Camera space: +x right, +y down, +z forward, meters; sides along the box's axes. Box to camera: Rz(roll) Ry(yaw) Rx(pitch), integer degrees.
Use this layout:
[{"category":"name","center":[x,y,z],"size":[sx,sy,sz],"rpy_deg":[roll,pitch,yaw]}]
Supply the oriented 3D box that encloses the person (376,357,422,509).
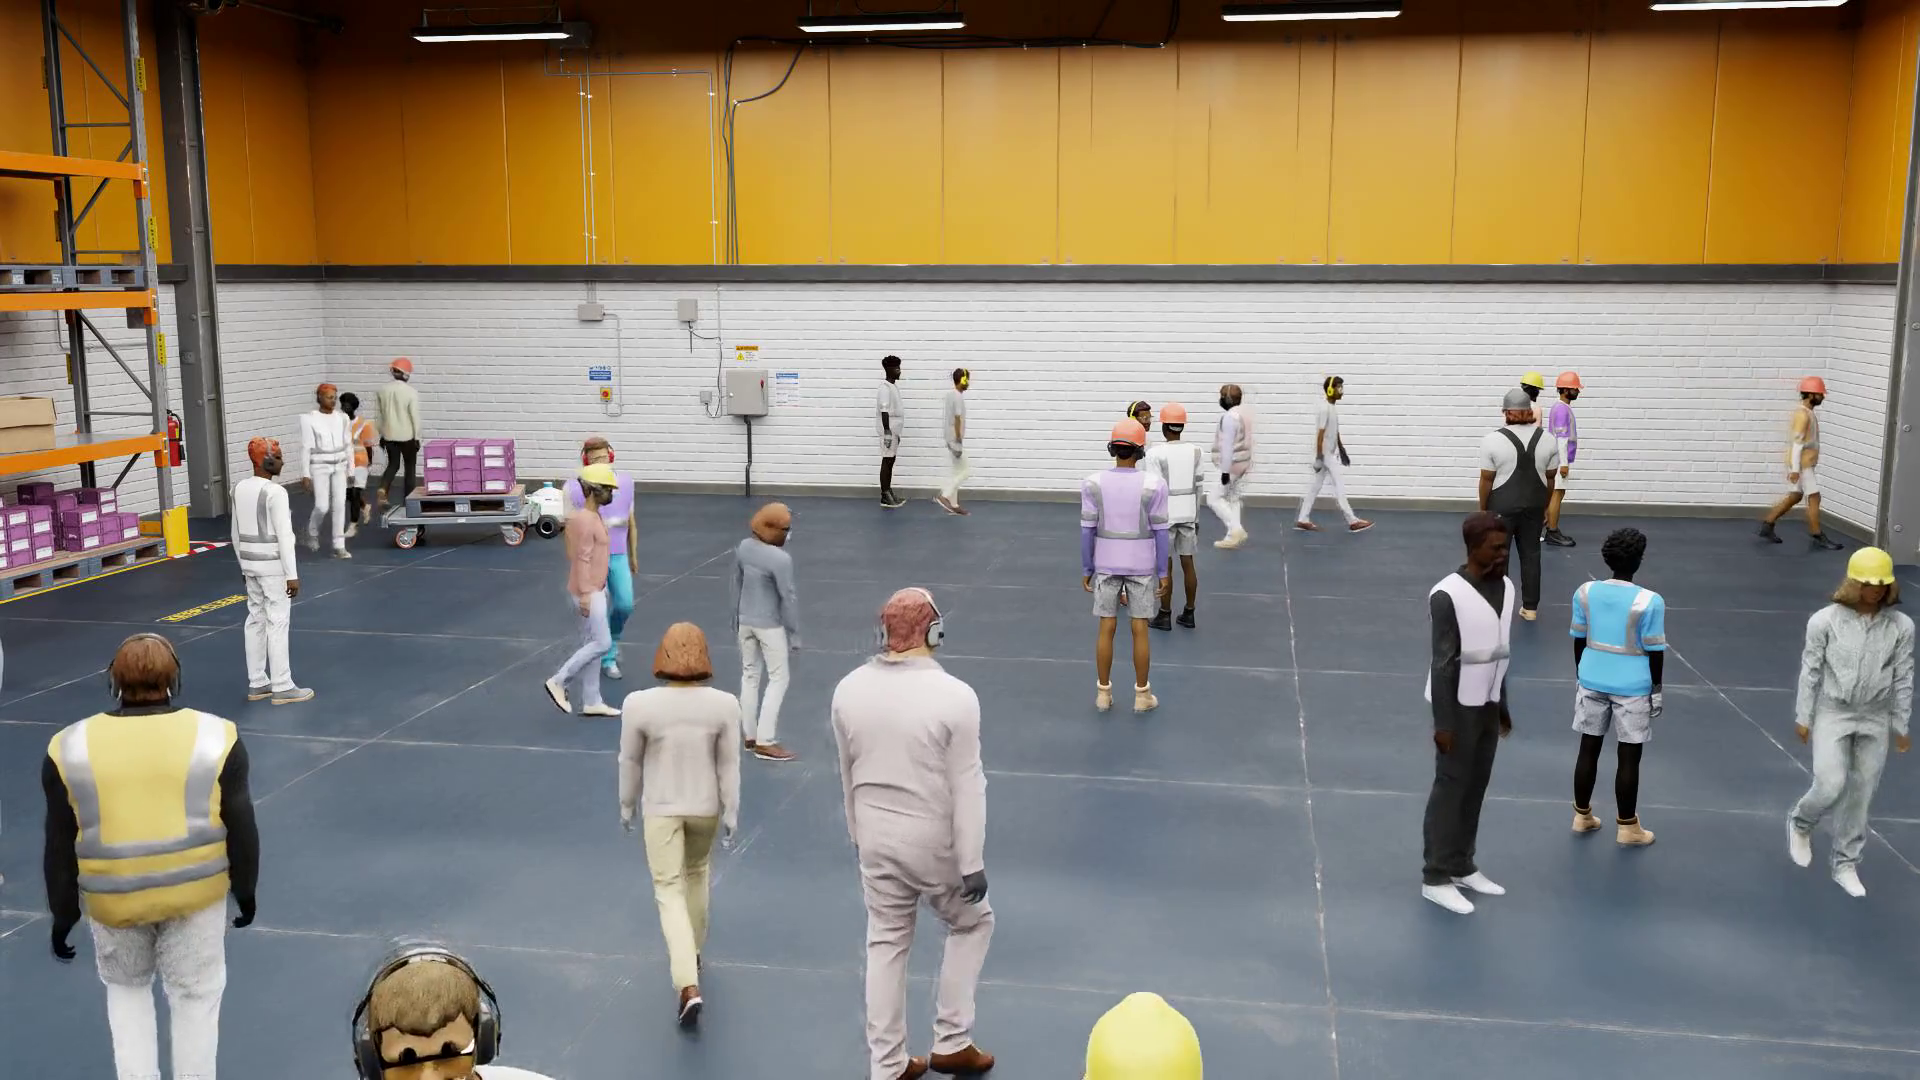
[{"category":"person","center":[-7.077,-1.311,20.922],"size":[0.619,1.968,0.664],"rpy_deg":[2,9,11]}]

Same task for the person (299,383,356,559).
[{"category":"person","center":[-6.704,-0.731,17.614],"size":[0.538,1.873,0.606],"rpy_deg":[7,12,39]}]

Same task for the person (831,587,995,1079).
[{"category":"person","center":[-0.128,1.106,6.189],"size":[0.657,1.880,0.628],"rpy_deg":[6,11,33]}]

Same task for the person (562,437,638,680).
[{"category":"person","center":[-2.688,0.127,12.456],"size":[0.583,1.822,0.447],"rpy_deg":[-6,11,-34]}]

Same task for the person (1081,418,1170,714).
[{"category":"person","center":[1.139,0.180,11.446],"size":[0.615,2.043,0.373],"rpy_deg":[2,9,14]}]

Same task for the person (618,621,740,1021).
[{"category":"person","center":[-1.141,1.137,6.907],"size":[0.496,1.592,0.839],"rpy_deg":[-4,10,-22]}]

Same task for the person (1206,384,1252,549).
[{"category":"person","center":[2.942,-0.790,18.134],"size":[0.451,1.824,0.648],"rpy_deg":[4,10,24]}]

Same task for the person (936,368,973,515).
[{"category":"person","center":[-0.032,-1.219,20.767],"size":[0.433,1.838,0.570],"rpy_deg":[-2,9,-12]}]

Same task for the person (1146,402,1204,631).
[{"category":"person","center":[1.798,-0.198,14.115],"size":[0.544,1.939,0.372],"rpy_deg":[-4,10,-21]}]

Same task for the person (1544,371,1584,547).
[{"category":"person","center":[6.705,-0.902,18.482],"size":[0.354,1.939,0.544],"rpy_deg":[3,10,15]}]

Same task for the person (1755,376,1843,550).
[{"category":"person","center":[9.288,-0.859,18.339],"size":[0.885,1.906,0.555],"rpy_deg":[5,11,30]}]

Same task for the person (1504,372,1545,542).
[{"category":"person","center":[6.384,-0.939,18.779],"size":[0.380,1.917,0.586],"rpy_deg":[-3,10,-19]}]

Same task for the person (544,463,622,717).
[{"category":"person","center":[-2.527,0.351,11.286],"size":[0.456,1.741,0.556],"rpy_deg":[0,9,-1]}]

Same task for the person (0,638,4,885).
[{"category":"person","center":[-4.923,0.784,8.017],"size":[0.631,1.938,0.362],"rpy_deg":[1,9,6]}]

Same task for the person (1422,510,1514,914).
[{"category":"person","center":[2.436,0.801,7.987],"size":[0.595,1.917,0.374],"rpy_deg":[-9,12,-43]}]

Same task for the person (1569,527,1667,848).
[{"category":"person","center":[3.486,0.774,8.819],"size":[0.317,1.700,0.538],"rpy_deg":[-7,11,-37]}]

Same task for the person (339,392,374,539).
[{"category":"person","center":[-6.950,-0.880,19.143],"size":[0.529,1.673,0.650],"rpy_deg":[2,9,11]}]

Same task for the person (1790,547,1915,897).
[{"category":"person","center":[4.340,0.873,8.098],"size":[0.496,1.728,0.454],"rpy_deg":[0,9,3]}]

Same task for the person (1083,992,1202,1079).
[{"category":"person","center":[0.288,1.688,2.904],"size":[0.599,1.789,0.949],"rpy_deg":[1,9,6]}]

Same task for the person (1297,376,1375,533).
[{"category":"person","center":[4.390,-0.987,19.375],"size":[0.946,1.828,0.516],"rpy_deg":[3,10,16]}]

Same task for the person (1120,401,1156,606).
[{"category":"person","center":[1.612,-0.334,15.168],"size":[0.330,1.874,0.518],"rpy_deg":[7,11,36]}]

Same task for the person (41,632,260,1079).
[{"category":"person","center":[-2.738,1.217,5.688],"size":[0.660,1.825,0.454],"rpy_deg":[-3,10,-19]}]

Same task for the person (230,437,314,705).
[{"category":"person","center":[-4.874,0.215,11.718],"size":[0.584,1.882,0.337],"rpy_deg":[6,11,32]}]

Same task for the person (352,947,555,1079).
[{"category":"person","center":[-0.947,1.610,3.027],"size":[0.647,1.897,0.993],"rpy_deg":[-4,10,-21]}]

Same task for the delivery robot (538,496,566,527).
[{"category":"delivery robot","center":[-4.466,-0.361,19.115],"size":[0.707,0.478,0.477],"rpy_deg":[0,9,-2]}]

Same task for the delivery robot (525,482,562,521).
[{"category":"delivery robot","center":[-4.850,-0.440,19.604],"size":[0.477,0.478,0.707],"rpy_deg":[8,12,40]}]

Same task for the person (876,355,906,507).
[{"category":"person","center":[-0.898,-1.416,21.586],"size":[0.367,1.965,0.607],"rpy_deg":[1,9,7]}]

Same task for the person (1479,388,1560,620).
[{"category":"person","center":[4.807,-0.311,14.498],"size":[0.684,2.000,0.538],"rpy_deg":[-1,9,-4]}]

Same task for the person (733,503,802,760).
[{"category":"person","center":[-1.216,0.567,10.424],"size":[0.608,1.600,0.360],"rpy_deg":[9,12,43]}]
